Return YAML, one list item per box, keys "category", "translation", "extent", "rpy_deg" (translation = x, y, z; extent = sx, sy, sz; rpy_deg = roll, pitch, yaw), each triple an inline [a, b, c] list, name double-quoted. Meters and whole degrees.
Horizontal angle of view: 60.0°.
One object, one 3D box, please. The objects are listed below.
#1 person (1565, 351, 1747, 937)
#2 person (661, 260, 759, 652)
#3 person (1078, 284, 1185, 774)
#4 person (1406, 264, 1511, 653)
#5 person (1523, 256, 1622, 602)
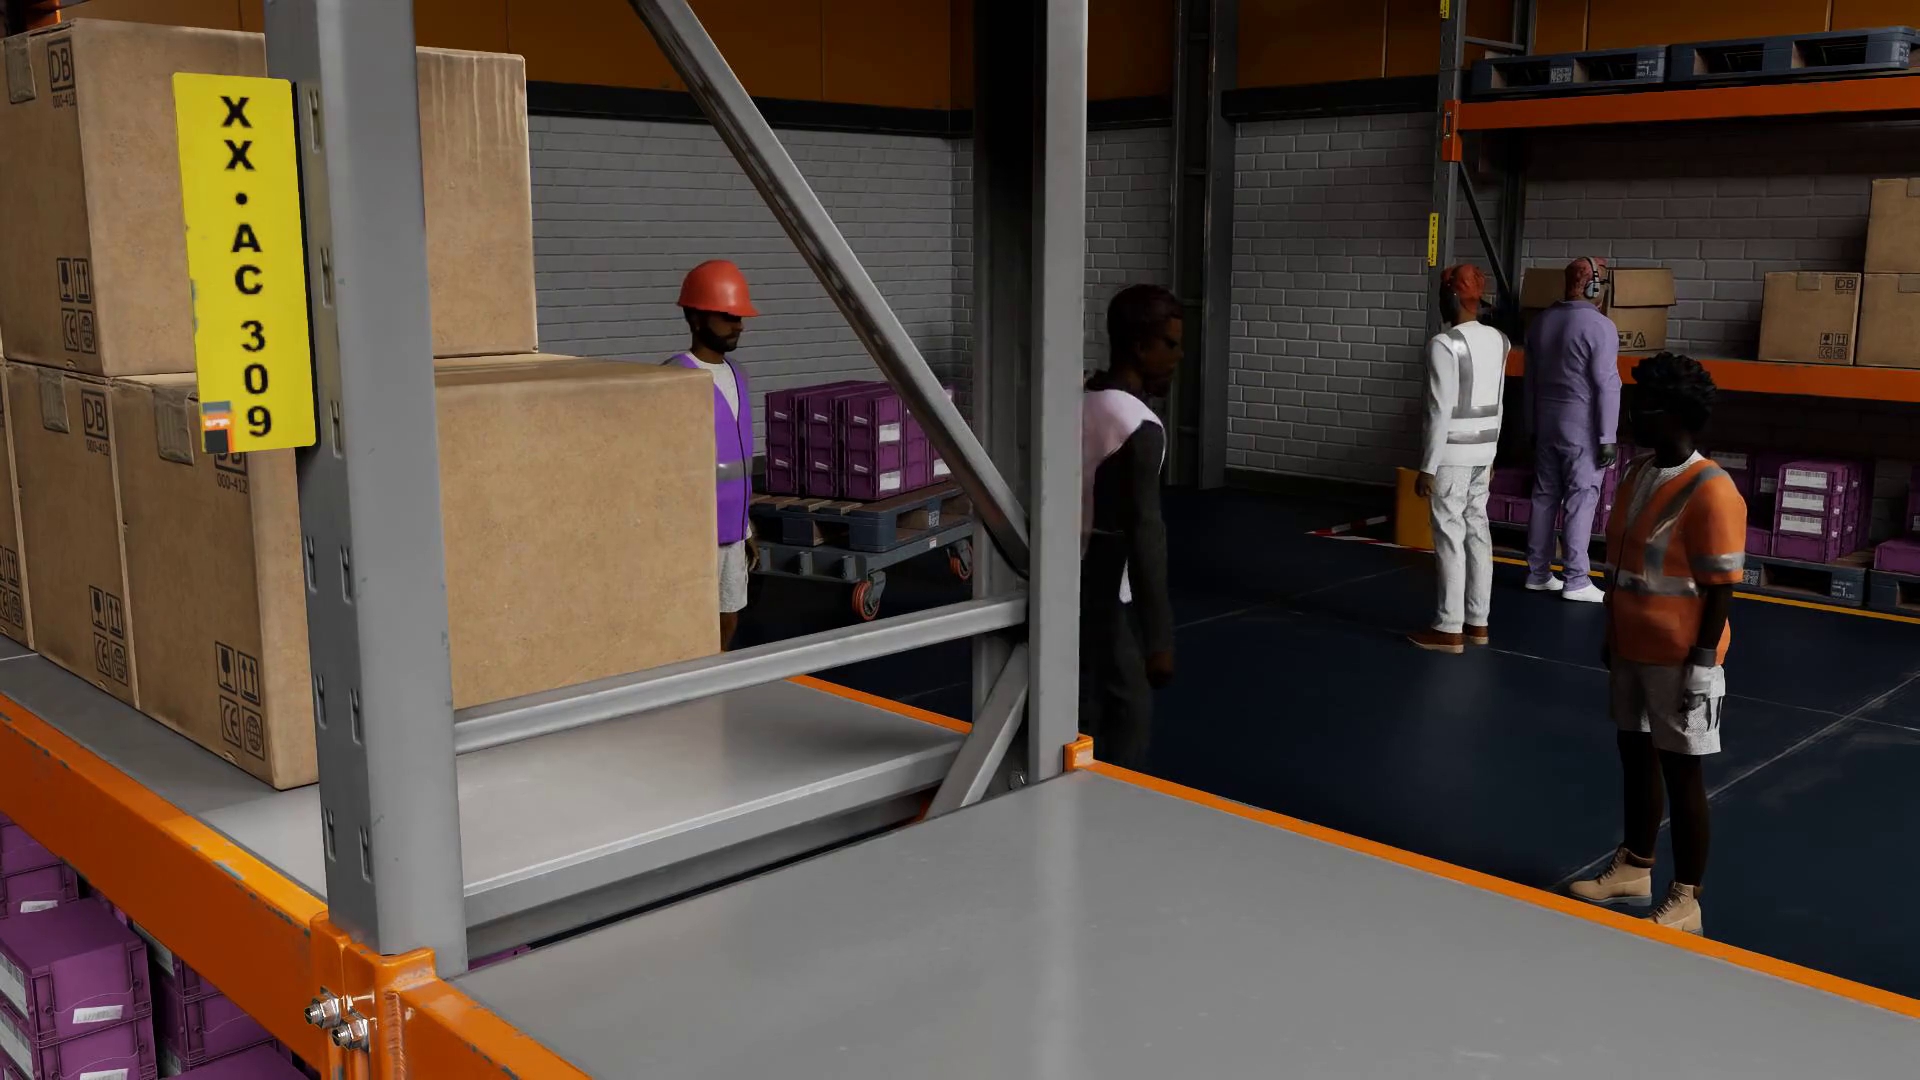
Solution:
- category: "person"
  translation: [2.007, 0.311, 4.778]
  extent: [0.317, 1.698, 0.540]
  rpy_deg: [-1, 10, -7]
- category: "person"
  translation: [-0.883, -0.037, 6.033]
  extent: [0.377, 1.932, 0.552]
  rpy_deg: [4, 11, 22]
- category: "person"
  translation: [0.443, 0.191, 4.924]
  extent: [0.796, 1.873, 0.607]
  rpy_deg: [-2, 11, -11]
- category: "person"
  translation: [2.435, -0.394, 8.116]
  extent: [0.584, 1.883, 0.337]
  rpy_deg: [-9, 13, -39]
- category: "person"
  translation: [3.424, -0.612, 9.245]
  extent: [0.407, 1.906, 0.655]
  rpy_deg: [-4, 11, -22]
